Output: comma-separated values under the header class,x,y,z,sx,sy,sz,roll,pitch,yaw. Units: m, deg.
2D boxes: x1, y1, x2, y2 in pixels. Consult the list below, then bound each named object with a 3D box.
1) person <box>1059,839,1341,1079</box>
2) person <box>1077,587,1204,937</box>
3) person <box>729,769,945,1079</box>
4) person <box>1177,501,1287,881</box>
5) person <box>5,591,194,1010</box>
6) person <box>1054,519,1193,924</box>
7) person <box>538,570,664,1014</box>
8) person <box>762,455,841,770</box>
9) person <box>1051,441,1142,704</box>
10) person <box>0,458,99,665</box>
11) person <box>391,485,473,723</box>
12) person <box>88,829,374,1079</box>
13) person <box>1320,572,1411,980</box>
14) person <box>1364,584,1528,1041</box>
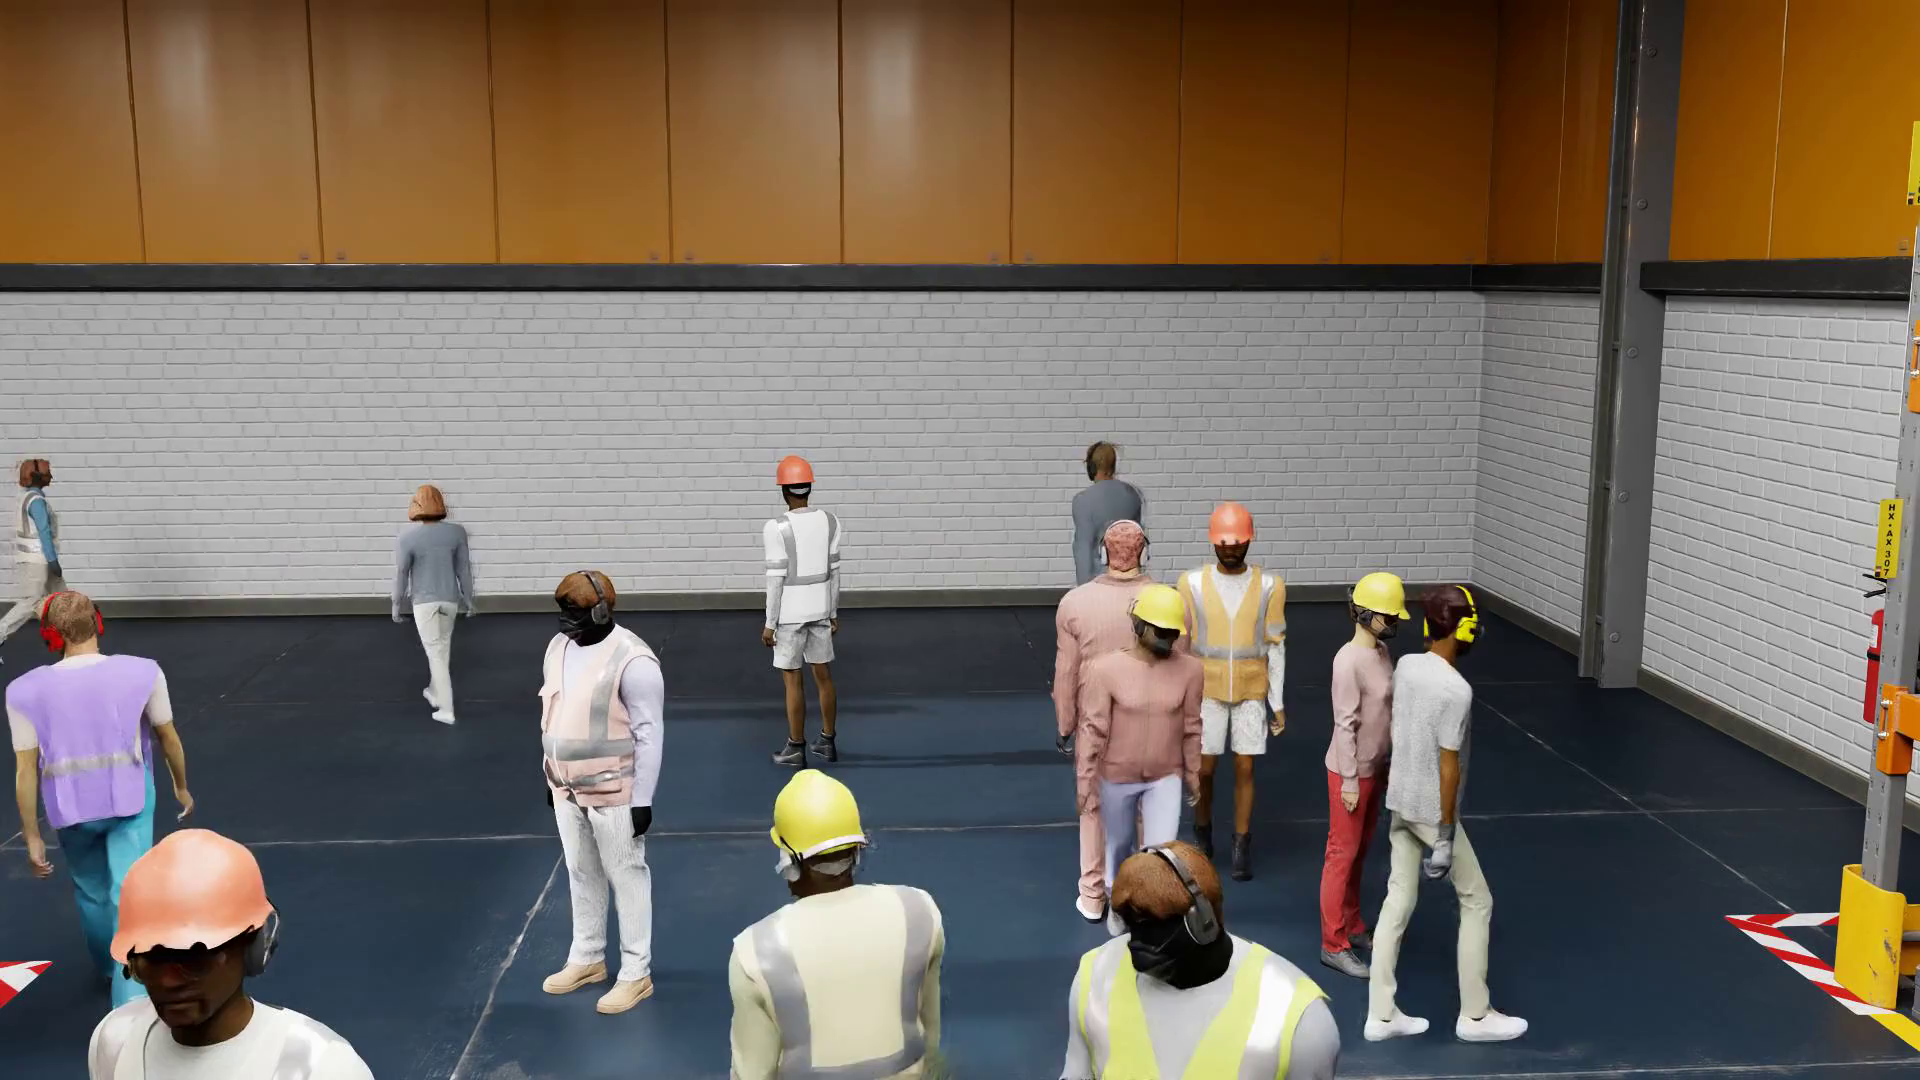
class,x,y,z,sx,sy,sz,roll,pitch,yaw
person,0.505,1.551,3.709,0.645,1.822,0.451,5,10,27
person,0.786,1.027,7.325,0.560,1.709,0.945,0,9,-2
person,-0.283,1.478,4.213,0.592,1.800,0.875,-4,10,-22
person,1.350,0.756,8.326,0.564,1.935,0.385,1,9,7
person,-3.445,1.080,6.715,0.610,1.780,0.995,-4,10,-22
person,0.764,0.851,7.803,0.652,1.904,0.403,1,9,3
person,-1.508,1.028,6.891,0.634,1.839,0.429,7,11,37
person,-0.993,0.444,10.261,0.550,1.933,0.374,-8,12,-40
person,1.049,0.269,11.477,0.643,1.909,0.957,-8,12,-40
person,-7.294,0.161,13.053,0.784,1.610,0.509,-5,10,-30
person,-3.662,0.420,11.413,0.523,1.600,0.752,-9,12,-43
person,-1.373,1.527,3.107,0.615,2.045,0.365,3,9,17
person,1.775,1.007,7.273,0.325,1.762,0.524,5,10,30
person,1.936,1.080,6.584,0.757,1.837,0.509,-3,10,-21
